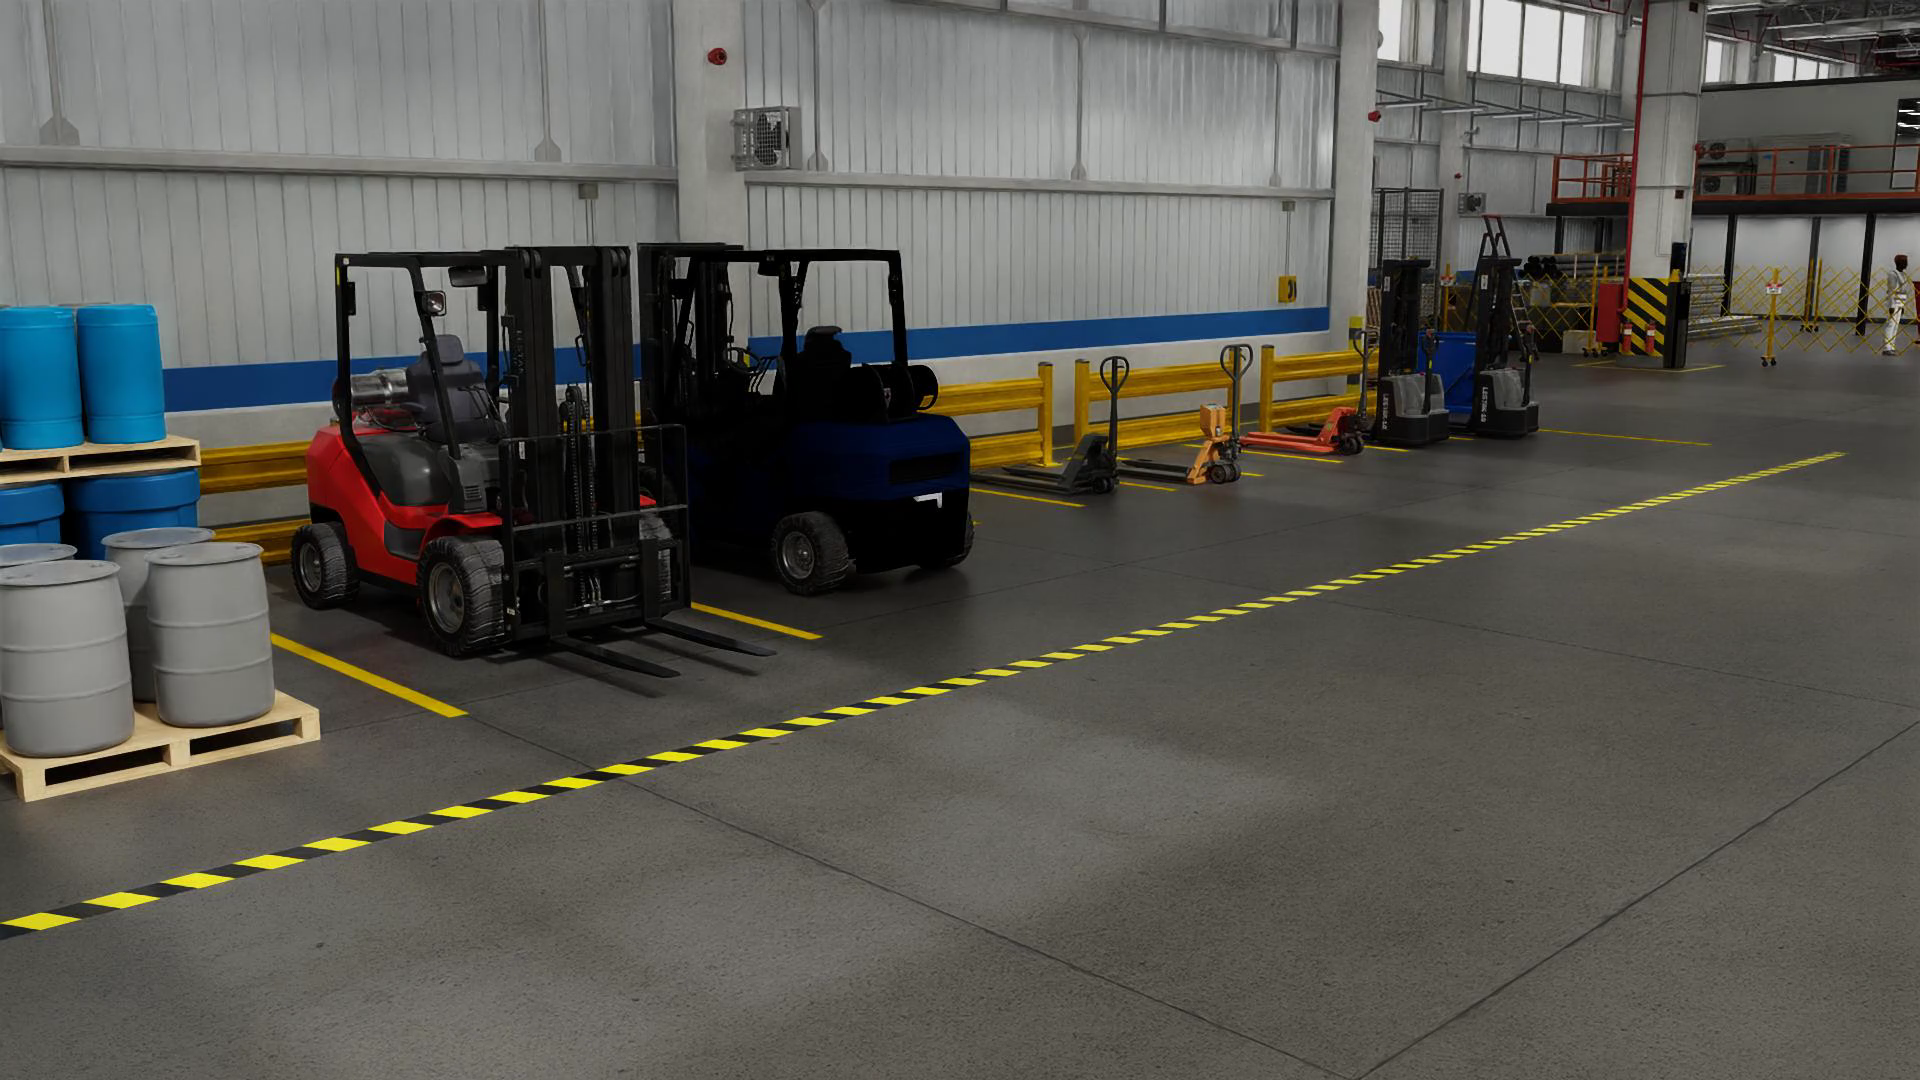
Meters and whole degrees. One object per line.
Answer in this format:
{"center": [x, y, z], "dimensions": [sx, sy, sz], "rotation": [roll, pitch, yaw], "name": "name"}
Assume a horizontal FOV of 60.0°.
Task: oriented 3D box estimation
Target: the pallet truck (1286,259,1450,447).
{"center": [4.493, -2.078, 18.196], "dimensions": [0.823, 1.965, 1.885], "rotation": [-9, 14, -40], "name": "pallet truck"}

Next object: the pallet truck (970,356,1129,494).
{"center": [0.784, -1.085, 14.876], "dimensions": [0.680, 1.201, 1.601], "rotation": [-10, 14, -44], "name": "pallet truck"}

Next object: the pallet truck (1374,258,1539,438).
{"center": [5.704, -2.208, 18.901], "dimensions": [1.885, 1.965, 0.823], "rotation": [10, 14, 43], "name": "pallet truck"}

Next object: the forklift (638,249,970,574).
{"center": [-1.173, -0.958, 11.239], "dimensions": [2.680, 1.987, 1.157], "rotation": [10, 14, 43], "name": "forklift"}

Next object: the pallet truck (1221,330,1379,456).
{"center": [3.563, -1.581, 17.381], "dimensions": [0.653, 1.274, 1.630], "rotation": [-10, 14, -44], "name": "pallet truck"}

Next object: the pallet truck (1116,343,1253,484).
{"center": [1.962, -1.215, 15.415], "dimensions": [1.522, 1.261, 0.704], "rotation": [10, 14, 43], "name": "pallet truck"}

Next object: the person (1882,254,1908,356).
{"center": [17.450, -4.368, 30.999], "dimensions": [0.576, 1.882, 0.354], "rotation": [-10, 14, -44], "name": "person"}

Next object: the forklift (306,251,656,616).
{"center": [-2.833, -0.669, 9.694], "dimensions": [1.157, 1.987, 2.680], "rotation": [-10, 14, -44], "name": "forklift"}
